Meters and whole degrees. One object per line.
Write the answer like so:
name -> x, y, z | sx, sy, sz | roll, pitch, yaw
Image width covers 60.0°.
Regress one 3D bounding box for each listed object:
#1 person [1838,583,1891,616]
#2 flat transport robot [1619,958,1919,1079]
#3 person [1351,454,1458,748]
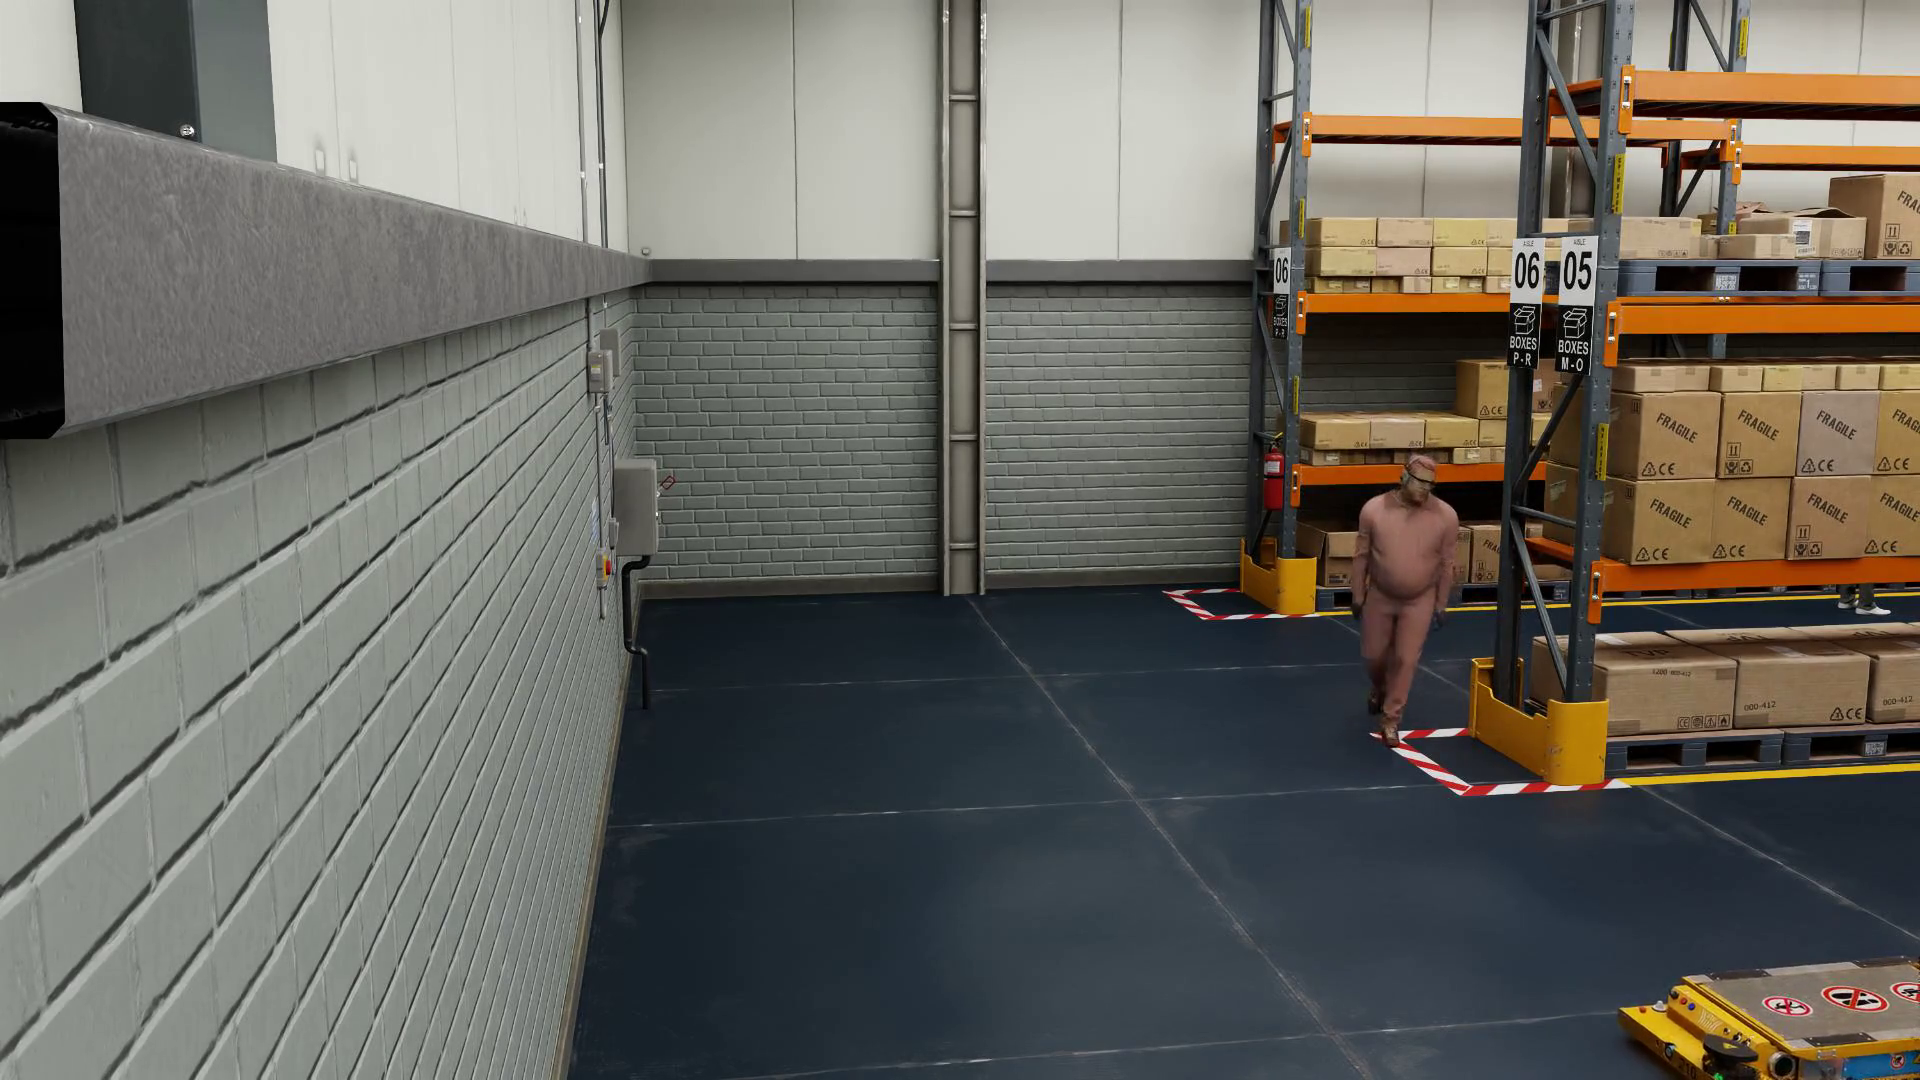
person -> 8.059, -0.288, 14.668 | 0.391, 1.919, 0.581 | -2, 9, -12
flat transport robot -> 3.377, 1.869, 6.412 | 1.431, 0.197, 0.652 | -2, 9, -11
person -> 2.868, 0.364, 10.770 | 0.647, 1.877, 0.667 | 3, 10, 17
